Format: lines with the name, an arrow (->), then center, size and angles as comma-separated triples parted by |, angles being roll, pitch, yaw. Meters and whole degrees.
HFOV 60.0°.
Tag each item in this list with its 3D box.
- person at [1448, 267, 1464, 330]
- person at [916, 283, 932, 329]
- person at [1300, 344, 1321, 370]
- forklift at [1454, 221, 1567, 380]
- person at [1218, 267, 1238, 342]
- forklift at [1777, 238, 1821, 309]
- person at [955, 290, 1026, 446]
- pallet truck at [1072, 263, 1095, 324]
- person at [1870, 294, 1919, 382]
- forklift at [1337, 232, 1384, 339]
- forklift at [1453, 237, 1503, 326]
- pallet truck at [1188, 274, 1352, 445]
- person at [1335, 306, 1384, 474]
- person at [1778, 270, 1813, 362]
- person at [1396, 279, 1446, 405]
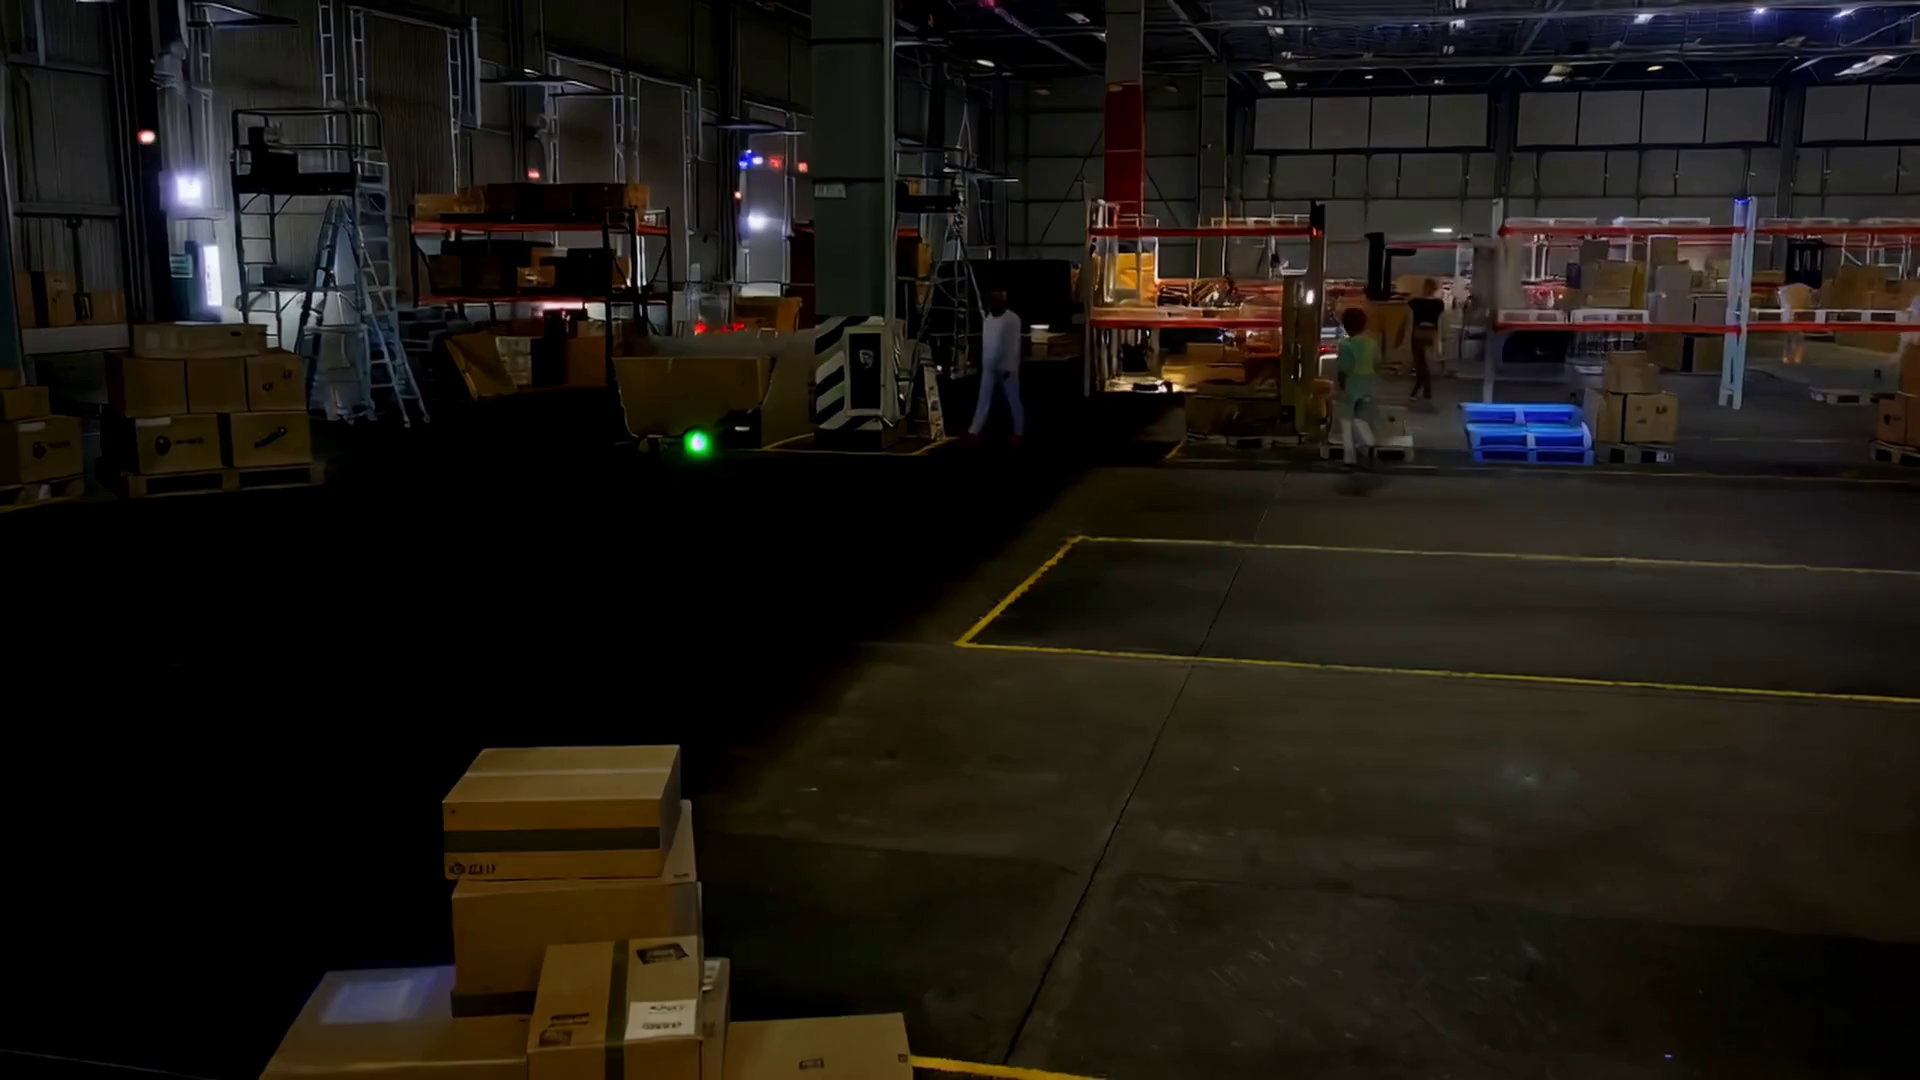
person -> 15.057, -7.299, 50.353 | 0.571, 1.888, 0.796 | 5, 11, 25
person -> -1.067, -7.373, 50.621 | 0.544, 1.930, 0.389 | -4, 11, -24
person -> 6.791, -4.125, 32.061 | 0.486, 1.737, 0.322 | -8, 13, -41
forklift -> 9.887, -4.305, 29.750 | 1.873, 2.768, 1.129 | 3, 10, 17
person -> 6.887, -6.060, 42.864 | 0.547, 1.934, 0.376 | 7, 12, 36
forklift -> 28.229, -8.730, 55.807 | 1.129, 2.768, 1.873 | 2, 10, 14
person -> 0.393, -1.967, 19.146 | 0.938, 1.793, 0.639 | -7, 12, -37
pallet truck -> 4.325, -8.180, 55.162 | 0.823, 1.965, 1.885 | 6, 11, 31
person -> 15.929, -3.485, 28.009 | 0.865, 1.844, 0.598 | 5, 11, 26
forklift -> 10.815, -6.627, 43.424 | 1.873, 2.768, 1.129 | 2, 10, 13
forklift -> 16.646, -8.157, 52.434 | 1.873, 2.768, 1.129 | 1, 10, 8
pallet truck -> 3.653, -2.138, 19.590 | 1.885, 1.965, 0.823 | -4, 10, -20
person -> 3.991, -1.491, 16.666 | 0.547, 1.685, 0.434 | -6, 11, -30
person -> 17.231, -4.602, 34.354 | 0.636, 1.916, 0.765 | 4, 10, 23
person -> 6.936, -2.957, 24.859 | 0.615, 1.861, 0.979 | -2, 10, -12
